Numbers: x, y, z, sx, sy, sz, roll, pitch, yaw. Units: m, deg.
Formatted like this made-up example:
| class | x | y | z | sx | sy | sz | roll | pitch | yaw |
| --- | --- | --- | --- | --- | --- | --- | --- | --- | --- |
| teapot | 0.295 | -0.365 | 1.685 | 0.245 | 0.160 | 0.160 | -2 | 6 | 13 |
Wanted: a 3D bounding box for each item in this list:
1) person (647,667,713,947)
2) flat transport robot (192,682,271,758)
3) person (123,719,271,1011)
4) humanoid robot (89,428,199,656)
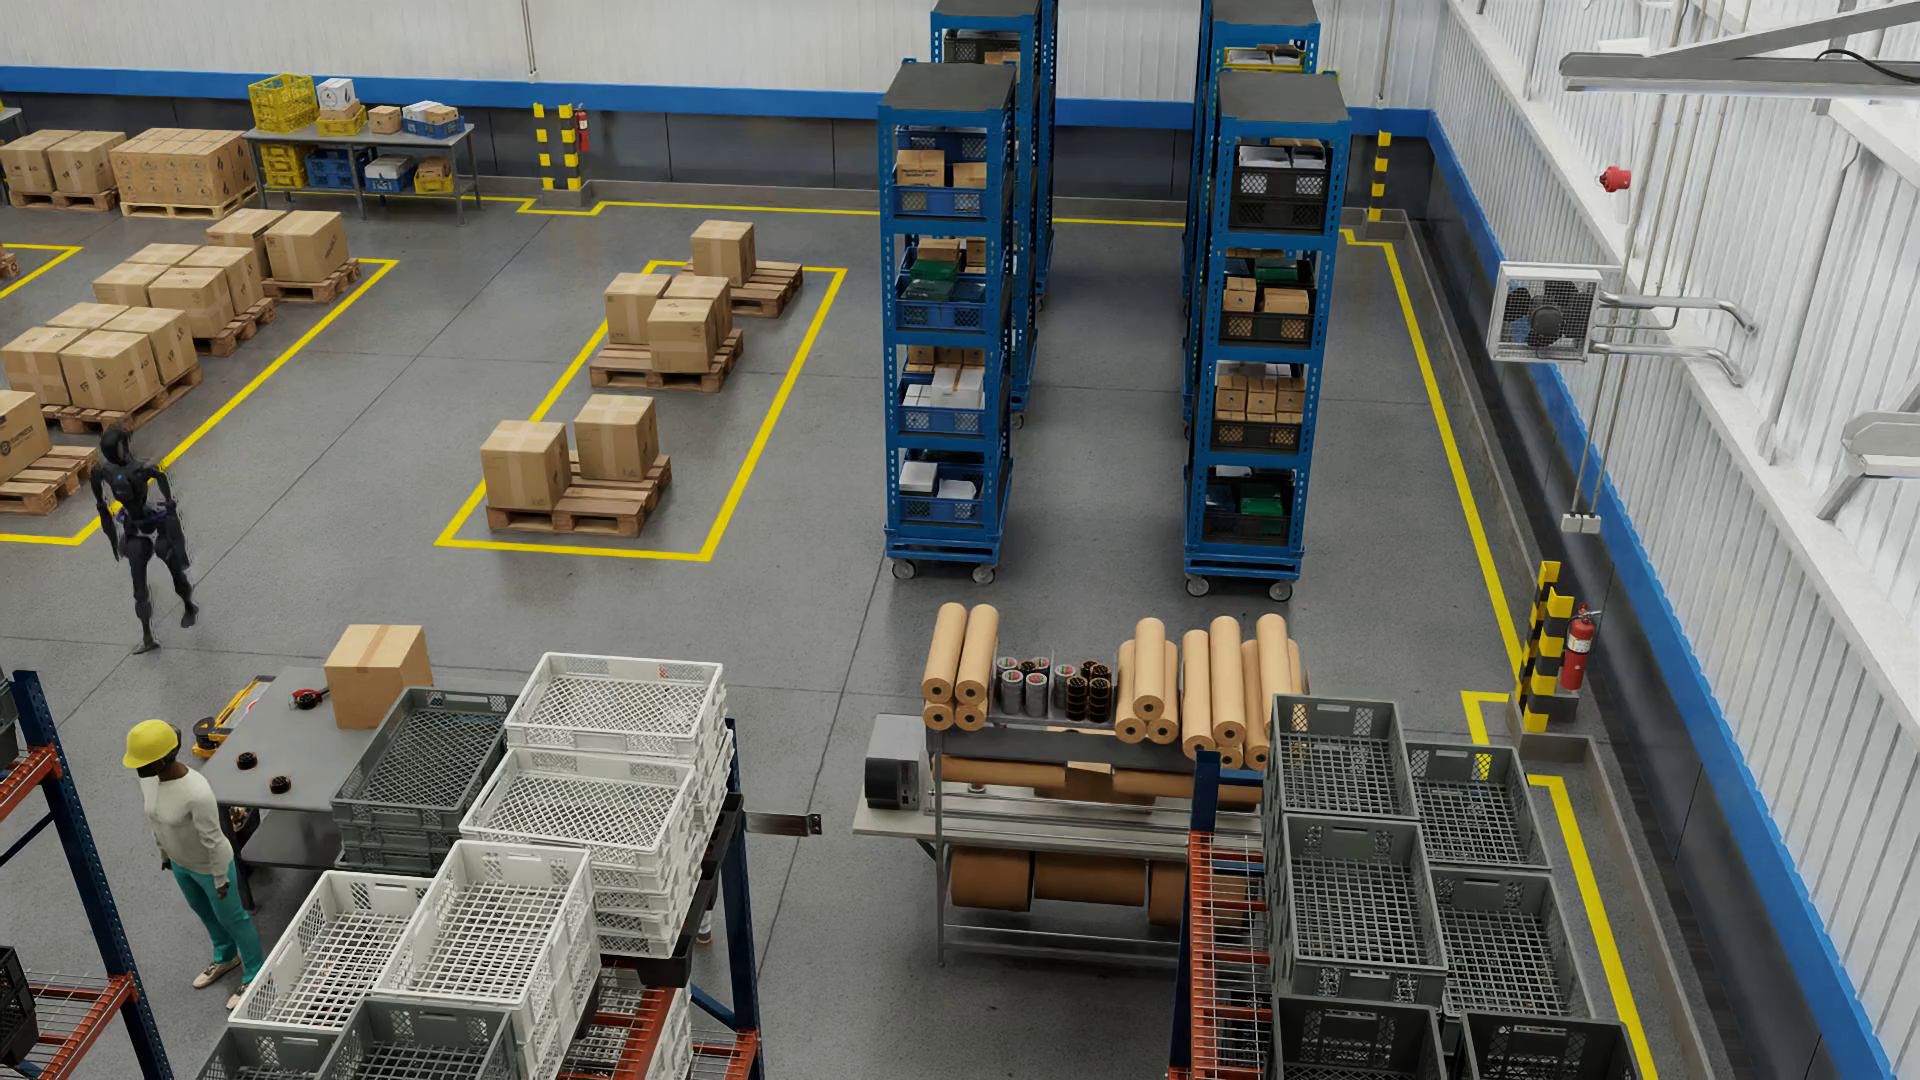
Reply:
| class | x | y | z | sx | sy | sz | roll | pitch | yaw |
| --- | --- | --- | --- | --- | --- | --- | --- | --- | --- |
| person | -1.543 | 1.425 | 8.622 | 0.355 | 1.882 | 0.574 | 25 | 38 | 36 |
| flat transport robot | -4.089 | 1.163 | 10.648 | 1.431 | 0.197 | 0.652 | 3 | 30 | 6 |
| person | -3.874 | 1.626 | 8.401 | 0.516 | 1.756 | 0.337 | 15 | 34 | 25 |
| humanoid robot | -5.534 | -0.015 | 11.340 | 0.597 | 1.627 | 0.757 | -2 | 30 | -4 |
